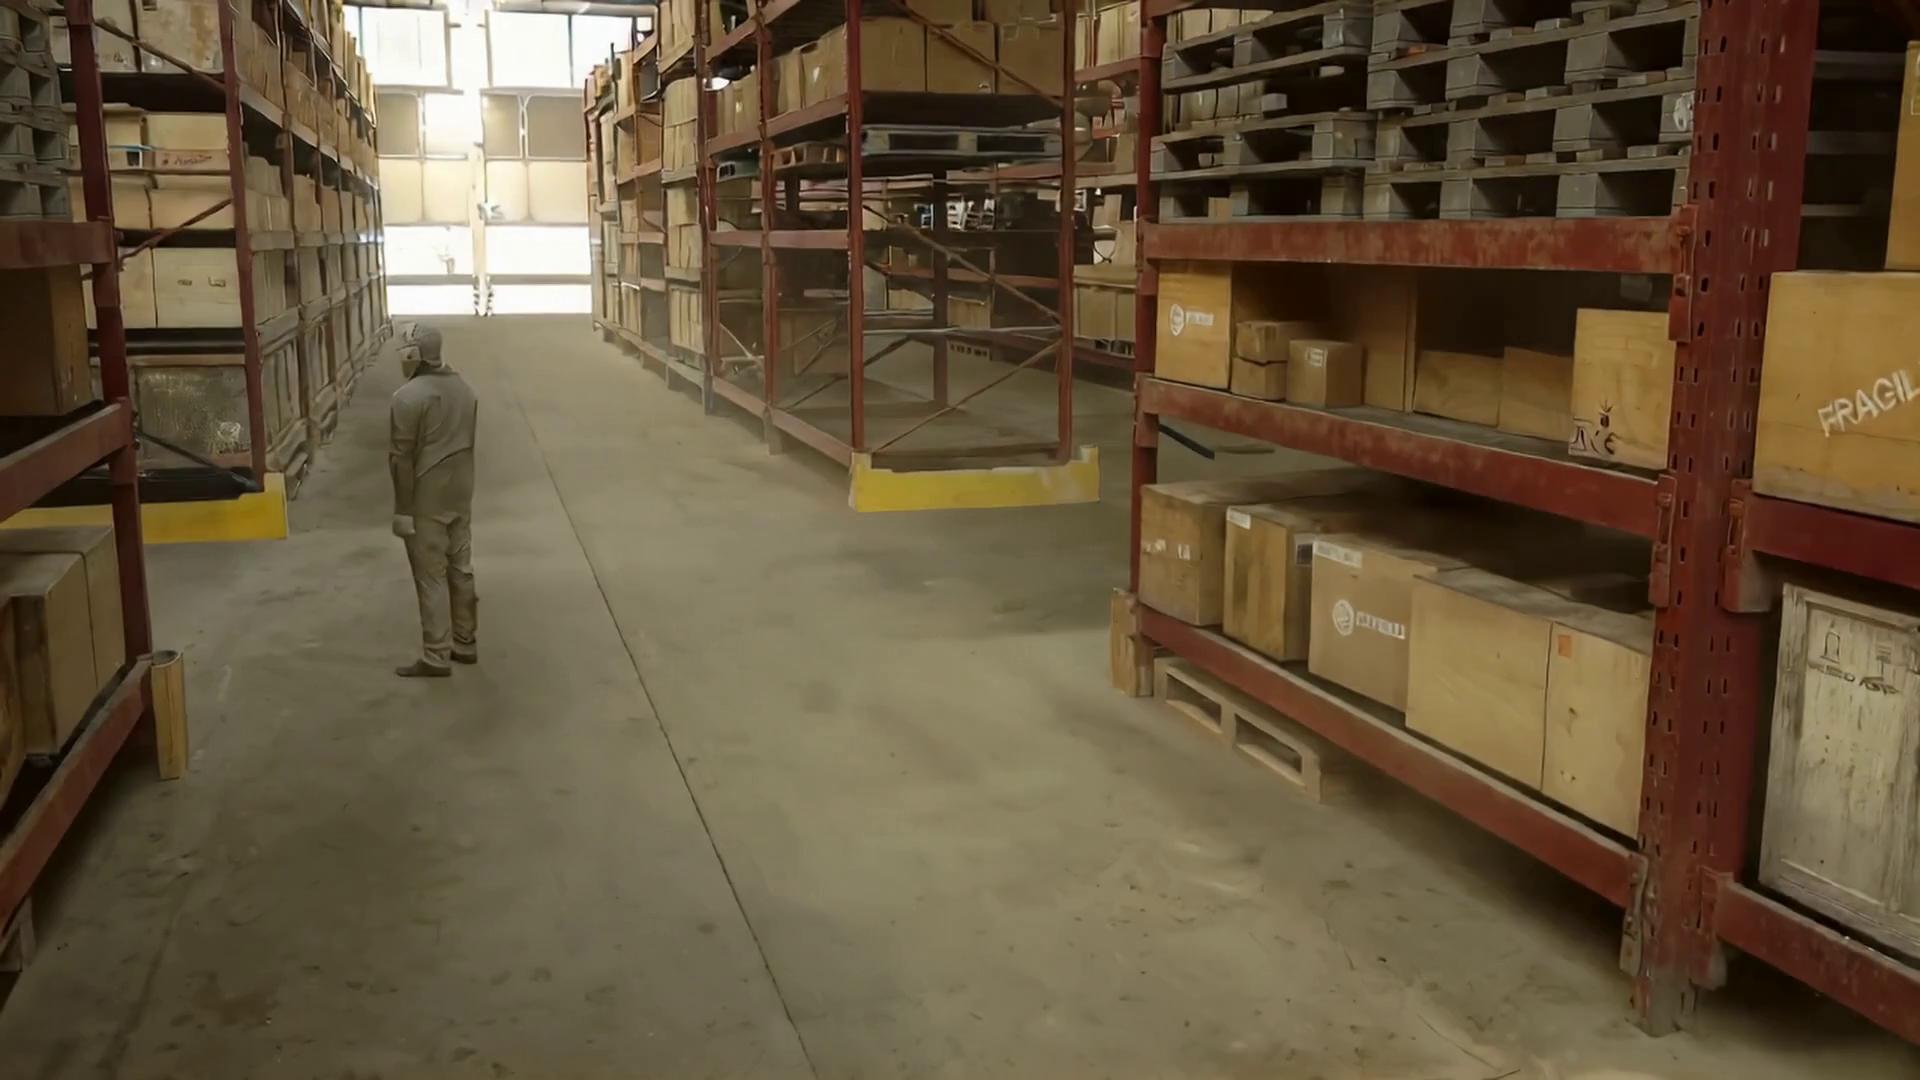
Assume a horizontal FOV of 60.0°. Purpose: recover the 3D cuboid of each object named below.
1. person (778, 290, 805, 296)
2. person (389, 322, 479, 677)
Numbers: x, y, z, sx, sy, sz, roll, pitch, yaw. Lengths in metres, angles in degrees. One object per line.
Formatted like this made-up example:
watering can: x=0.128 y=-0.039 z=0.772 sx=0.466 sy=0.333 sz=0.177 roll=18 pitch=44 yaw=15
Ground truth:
person: x=-3.782 y=-5.345 z=37.368 sx=0.603 sy=1.782 sz=0.923 roll=-5 pitch=12 yaw=-26
person: x=-2.851 y=-0.217 z=8.963 sx=0.399 sy=1.900 sz=0.645 roll=3 pitch=11 yaw=14
